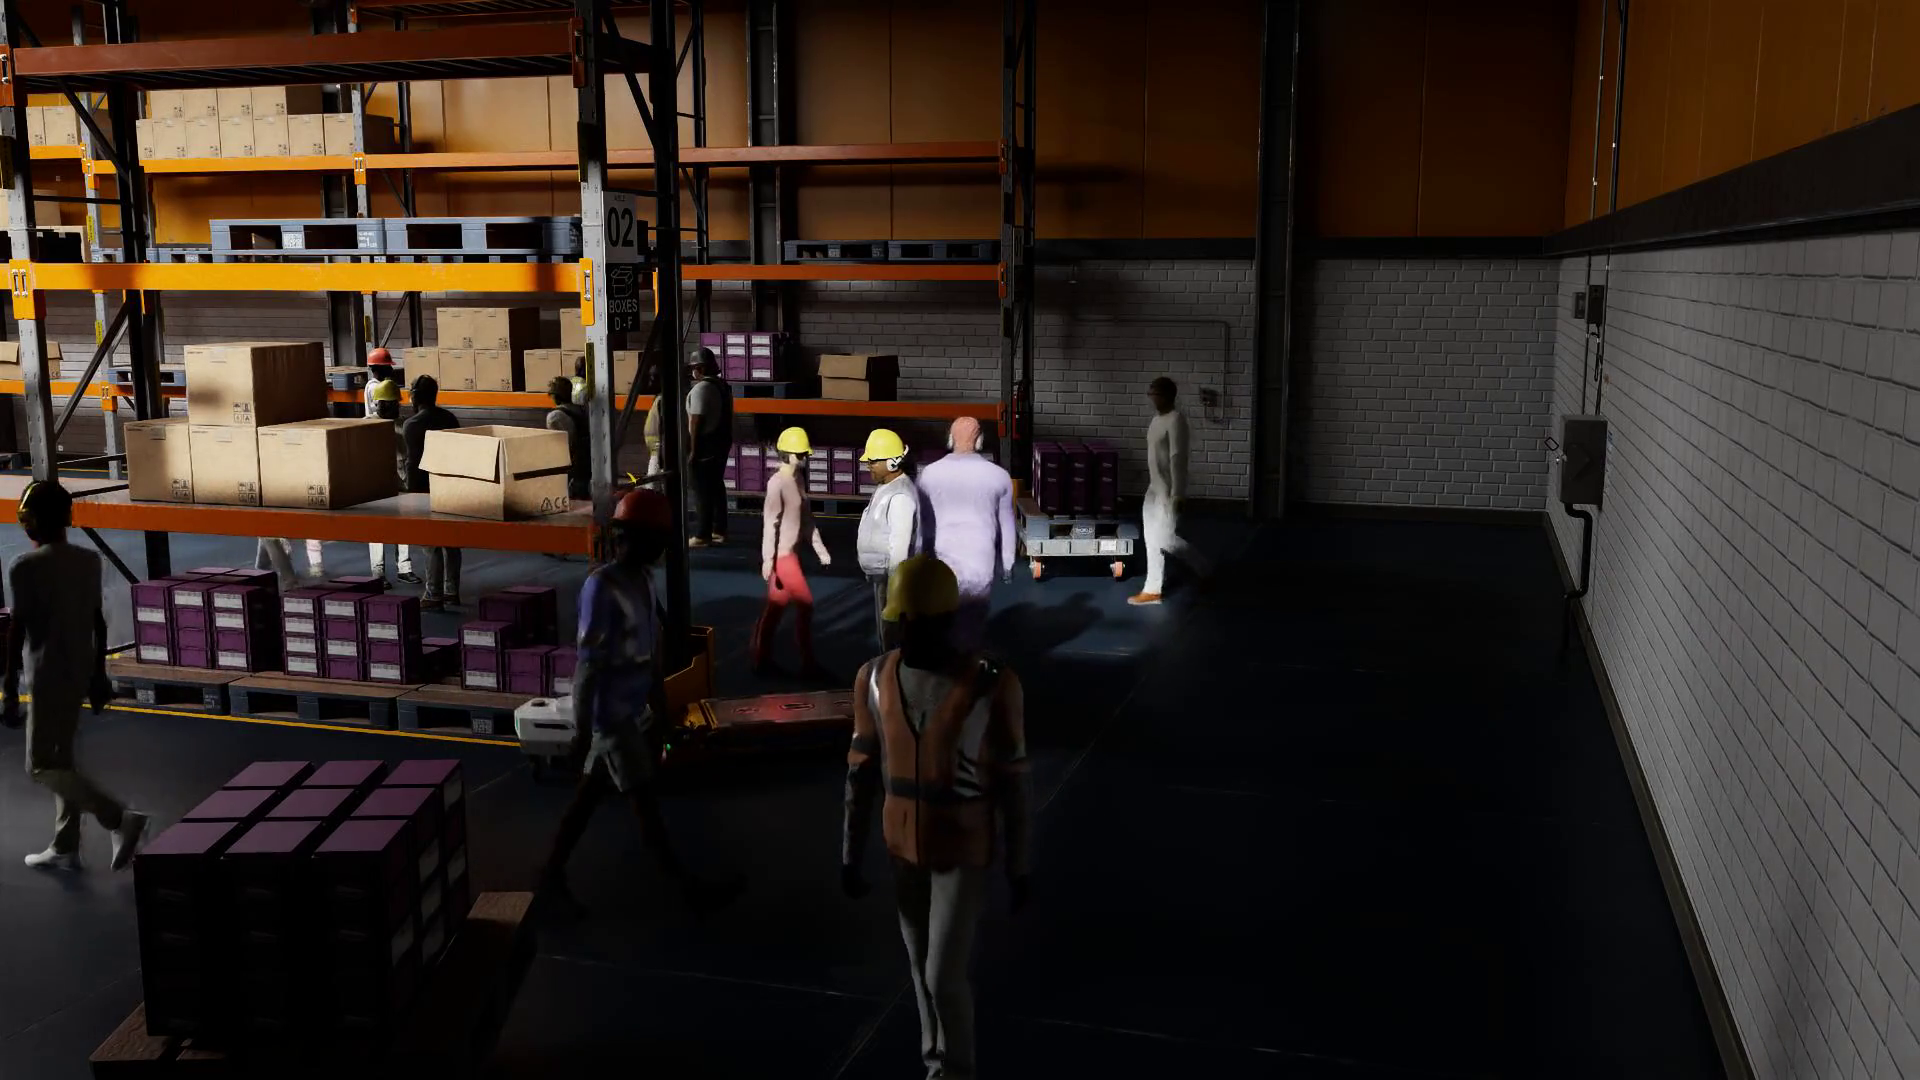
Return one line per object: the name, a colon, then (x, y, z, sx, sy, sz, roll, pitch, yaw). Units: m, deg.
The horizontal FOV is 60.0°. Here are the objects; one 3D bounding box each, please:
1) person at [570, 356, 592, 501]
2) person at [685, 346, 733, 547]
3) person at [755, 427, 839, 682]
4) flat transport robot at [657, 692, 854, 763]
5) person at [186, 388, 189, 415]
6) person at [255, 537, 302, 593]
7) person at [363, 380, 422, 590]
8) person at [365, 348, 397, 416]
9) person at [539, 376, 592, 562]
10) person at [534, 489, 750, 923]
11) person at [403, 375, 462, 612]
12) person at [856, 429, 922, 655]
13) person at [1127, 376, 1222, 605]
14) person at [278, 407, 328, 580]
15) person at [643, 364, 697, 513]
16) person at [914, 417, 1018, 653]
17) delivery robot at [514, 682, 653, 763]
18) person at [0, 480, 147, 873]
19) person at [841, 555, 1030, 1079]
person: (-4.141, -1.124, 18.440, 0.429, 1.839, 0.633, -6, 11, -31)
person: (-2.582, -0.960, 16.831, 0.535, 2.000, 0.688, 3, 10, 16)
person: (-1.086, 0.100, 11.298, 0.750, 1.733, 0.521, 1, 9, 9)
flat transport robot: (-1.037, 1.078, 9.787, 1.431, 0.197, 0.652, -3, 10, -15)
person: (-8.058, -1.066, 17.783, 0.362, 1.938, 0.631, -5, 11, -30)
person: (-5.815, -0.385, 13.935, 0.897, 1.848, 0.589, 5, 10, 27)
person: (-4.990, -0.489, 14.596, 0.404, 1.828, 0.603, 7, 12, 37)
person: (-6.253, -1.108, 18.045, 0.359, 1.938, 0.545, -4, 10, -22)
person: (-3.608, -0.637, 15.639, 0.910, 1.797, 0.520, 5, 11, 30)
person: (-1.418, 0.724, 7.108, 1.010, 1.860, 0.608, 1, 9, 7)
person: (-4.332, -0.381, 13.613, 0.373, 1.940, 0.628, 3, 10, 17)
person: (-0.440, 0.212, 10.360, 0.404, 1.821, 0.593, -2, 9, -10)
person: (1.766, -0.400, 13.793, 0.687, 1.917, 0.641, -2, 9, -11)
person: (-5.982, -0.638, 15.006, 0.622, 1.992, 0.395, -5, 11, -28)
person: (-3.012, -0.941, 17.431, 0.862, 1.813, 0.630, -2, 10, -14)
person: (0.042, 0.134, 10.744, 0.664, 1.851, 0.997, 2, 9, 11)
delivery robot: (-2.054, 1.006, 9.079, 0.707, 0.478, 0.477, 1, 9, 8)
person: (-4.081, 0.651, 7.615, 0.628, 1.841, 0.537, 2, 10, 14)
person: (-0.107, 0.991, 5.320, 0.624, 1.907, 0.556, 5, 11, 27)
